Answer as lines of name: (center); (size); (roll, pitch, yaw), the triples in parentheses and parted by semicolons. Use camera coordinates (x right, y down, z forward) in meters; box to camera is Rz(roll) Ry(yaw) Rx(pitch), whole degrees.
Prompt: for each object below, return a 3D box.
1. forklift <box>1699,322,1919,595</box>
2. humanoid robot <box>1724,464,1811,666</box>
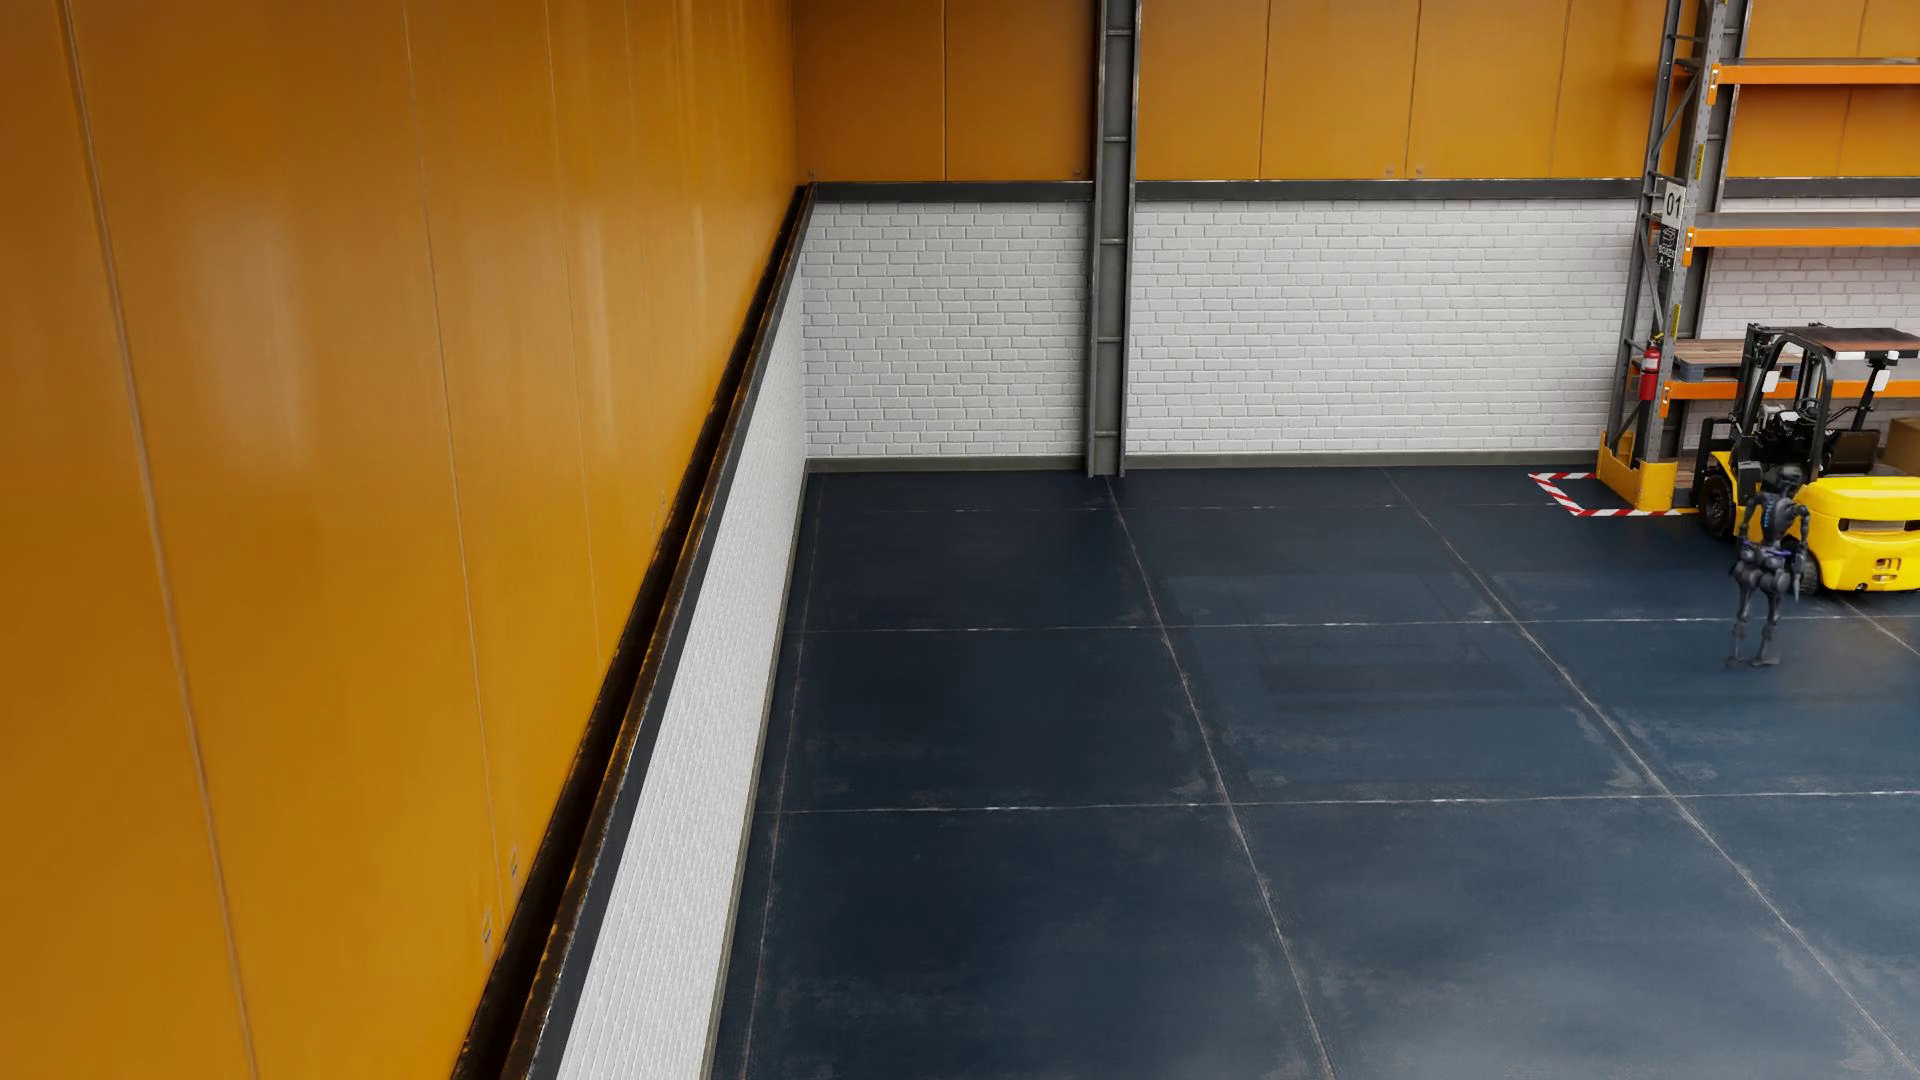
forklift: (7.809, -0.792, 14.926); (1.214, 2.155, 2.313); (-1, 20, -2)
humanoid robot: (6.282, 0.206, 12.976); (0.399, 1.643, 0.608); (-12, 23, -30)
